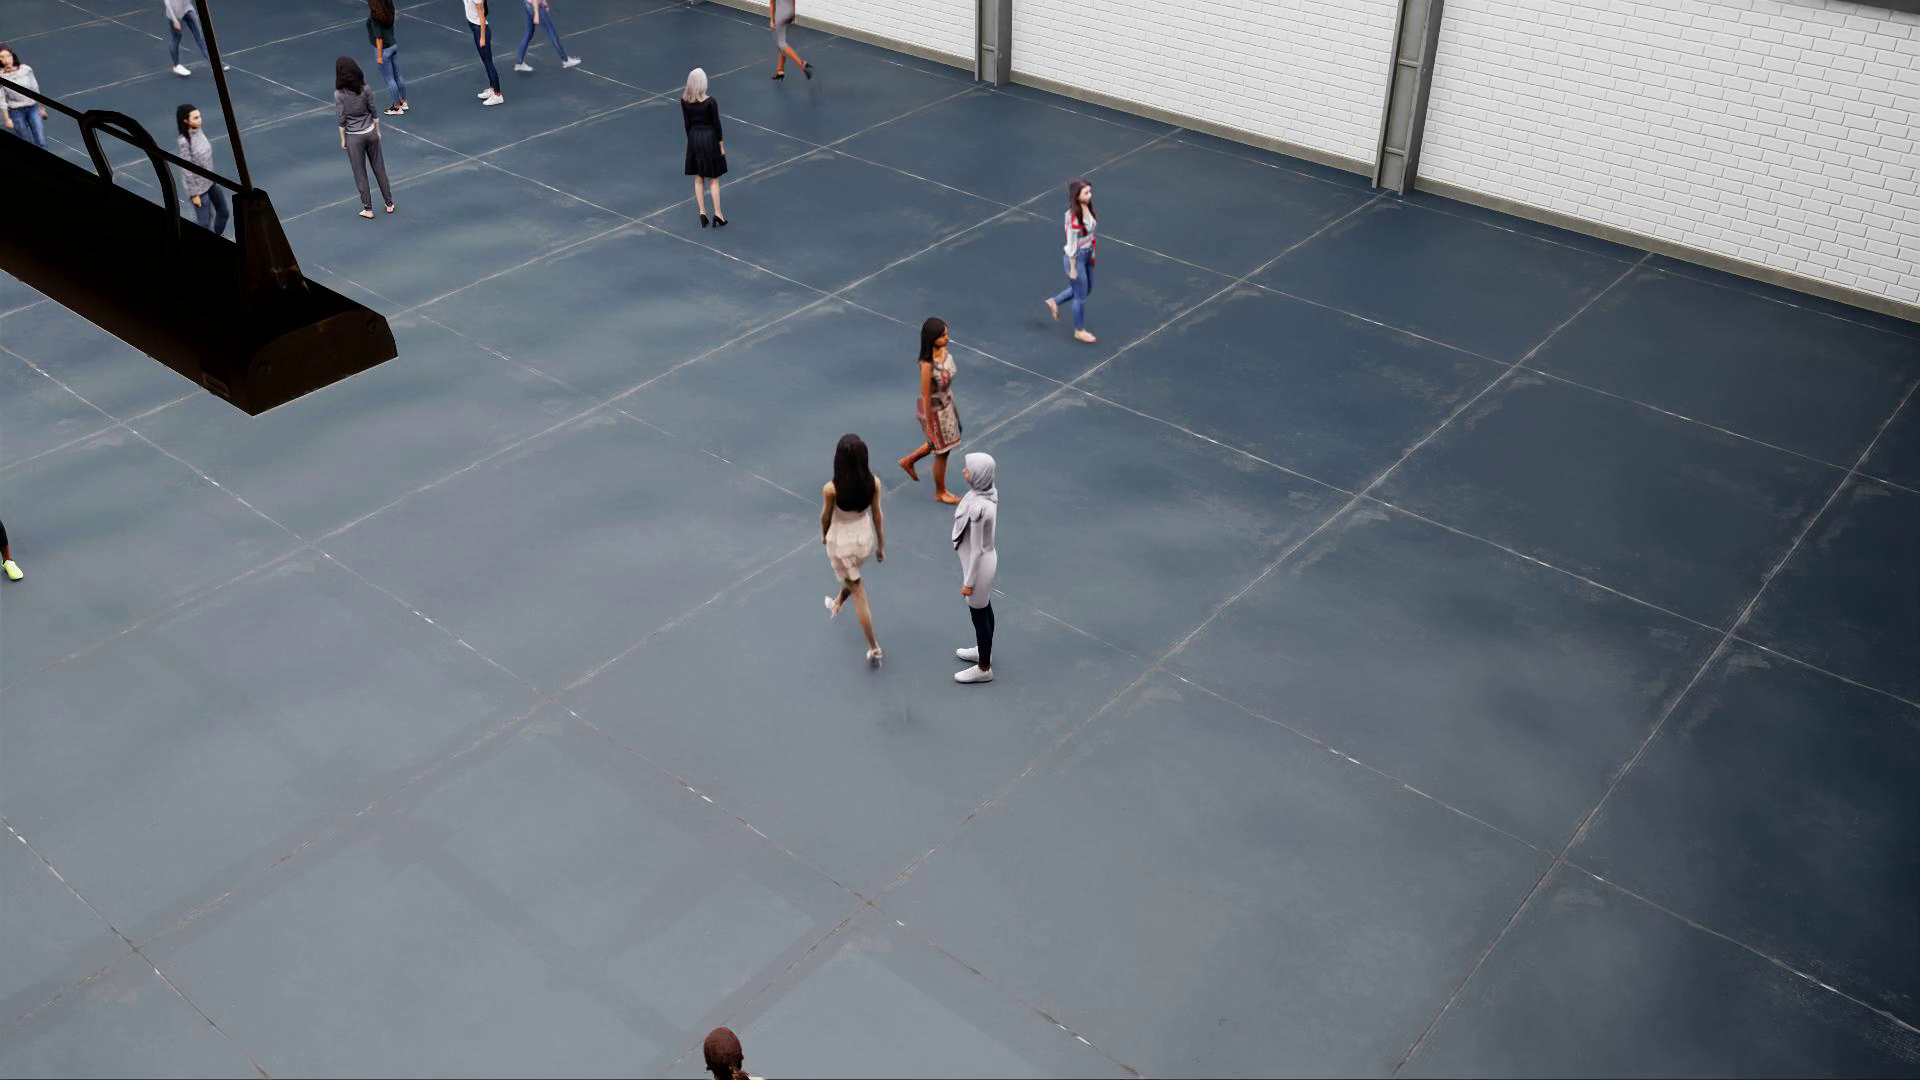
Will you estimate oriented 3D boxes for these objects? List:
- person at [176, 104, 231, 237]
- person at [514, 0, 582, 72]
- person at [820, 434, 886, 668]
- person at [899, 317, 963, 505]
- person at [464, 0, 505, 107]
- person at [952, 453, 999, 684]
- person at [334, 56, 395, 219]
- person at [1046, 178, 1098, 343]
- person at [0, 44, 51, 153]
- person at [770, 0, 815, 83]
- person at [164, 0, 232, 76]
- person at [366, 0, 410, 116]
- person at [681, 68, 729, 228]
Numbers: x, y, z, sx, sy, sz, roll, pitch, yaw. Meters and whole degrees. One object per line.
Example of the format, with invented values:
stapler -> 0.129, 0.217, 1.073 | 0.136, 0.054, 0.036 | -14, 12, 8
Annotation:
person -> -7.837, -3.659, 17.124 | 0.791, 1.717, 0.754 | 3, 34, 5
person -> -5.788, -7.121, 22.352 | 1.011, 1.696, 1.145 | -12, 36, -18
person -> -0.711, 0.133, 11.452 | 0.840, 1.682, 1.116 | -15, 37, -22
person -> -0.259, -1.040, 13.261 | 0.912, 1.633, 0.803 | 11, 35, 17
person -> -6.130, -6.496, 21.341 | 0.727, 1.774, 0.604 | -13, 36, -19
person -> 0.133, 0.184, 11.289 | 0.704, 1.776, 0.688 | 4, 34, 6
person -> -6.559, -4.412, 18.215 | 0.644, 1.764, 0.581 | -23, 40, -31
person -> 1.060, -2.655, 15.720 | 0.862, 1.599, 0.650 | 20, 39, 28
person -> -10.774, -4.901, 19.084 | 0.864, 1.616, 0.627 | 25, 41, 33
person -> -2.257, -6.834, 21.864 | 1.007, 1.758, 0.611 | 23, 40, 31
person -> -10.464, -6.989, 22.162 | 1.217, 1.686, 0.880 | 12, 36, 18
person -> -7.276, -6.218, 21.065 | 0.734, 1.616, 0.704 | 7, 34, 10
person -> -2.754, -4.232, 17.960 | 0.640, 1.747, 0.745 | 8, 34, 12
